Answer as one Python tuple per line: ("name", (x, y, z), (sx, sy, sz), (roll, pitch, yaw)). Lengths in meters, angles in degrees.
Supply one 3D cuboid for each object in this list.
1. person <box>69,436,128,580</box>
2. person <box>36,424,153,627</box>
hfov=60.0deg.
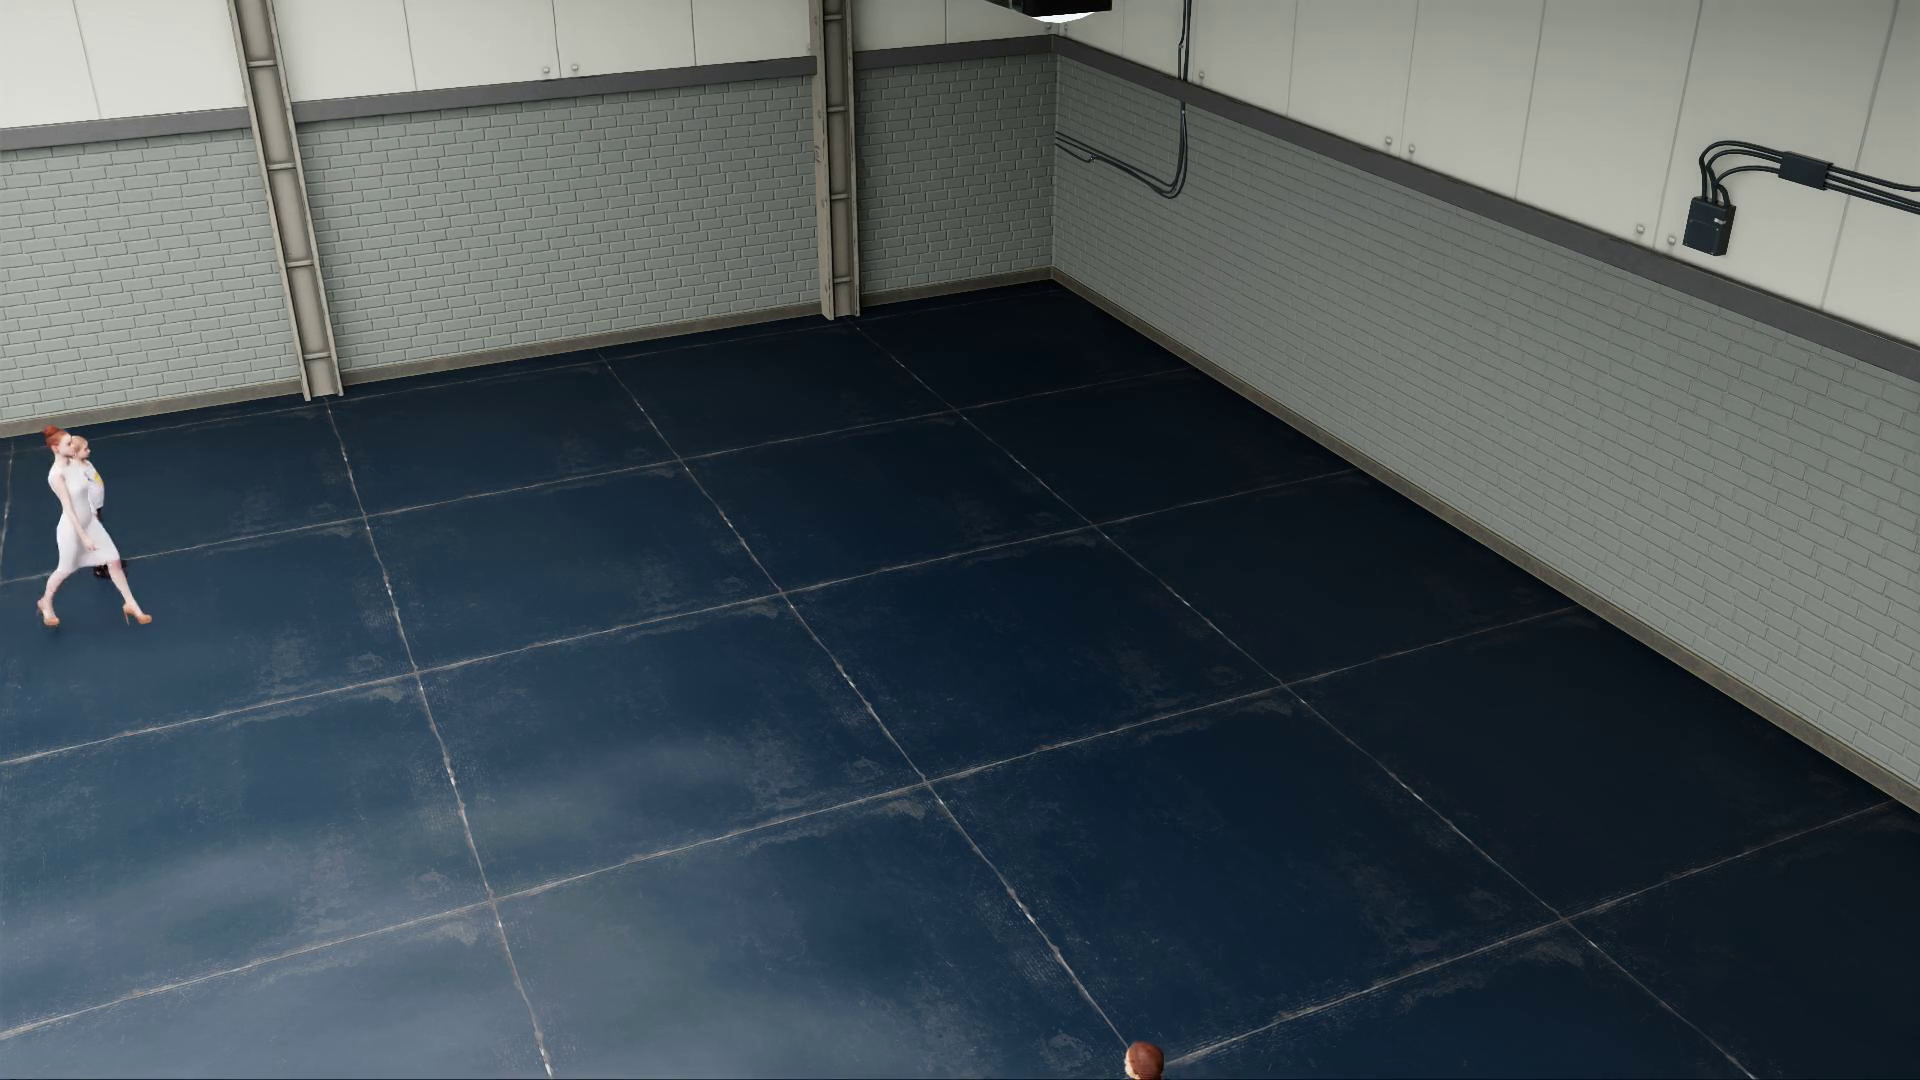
("person", (-7.368, -0.294, 14.075), (0.514, 1.277, 0.498), (-9, 28, -16))
("person", (-7.020, -0.035, 13.061), (1.186, 1.745, 0.914), (0, 27, 1))
